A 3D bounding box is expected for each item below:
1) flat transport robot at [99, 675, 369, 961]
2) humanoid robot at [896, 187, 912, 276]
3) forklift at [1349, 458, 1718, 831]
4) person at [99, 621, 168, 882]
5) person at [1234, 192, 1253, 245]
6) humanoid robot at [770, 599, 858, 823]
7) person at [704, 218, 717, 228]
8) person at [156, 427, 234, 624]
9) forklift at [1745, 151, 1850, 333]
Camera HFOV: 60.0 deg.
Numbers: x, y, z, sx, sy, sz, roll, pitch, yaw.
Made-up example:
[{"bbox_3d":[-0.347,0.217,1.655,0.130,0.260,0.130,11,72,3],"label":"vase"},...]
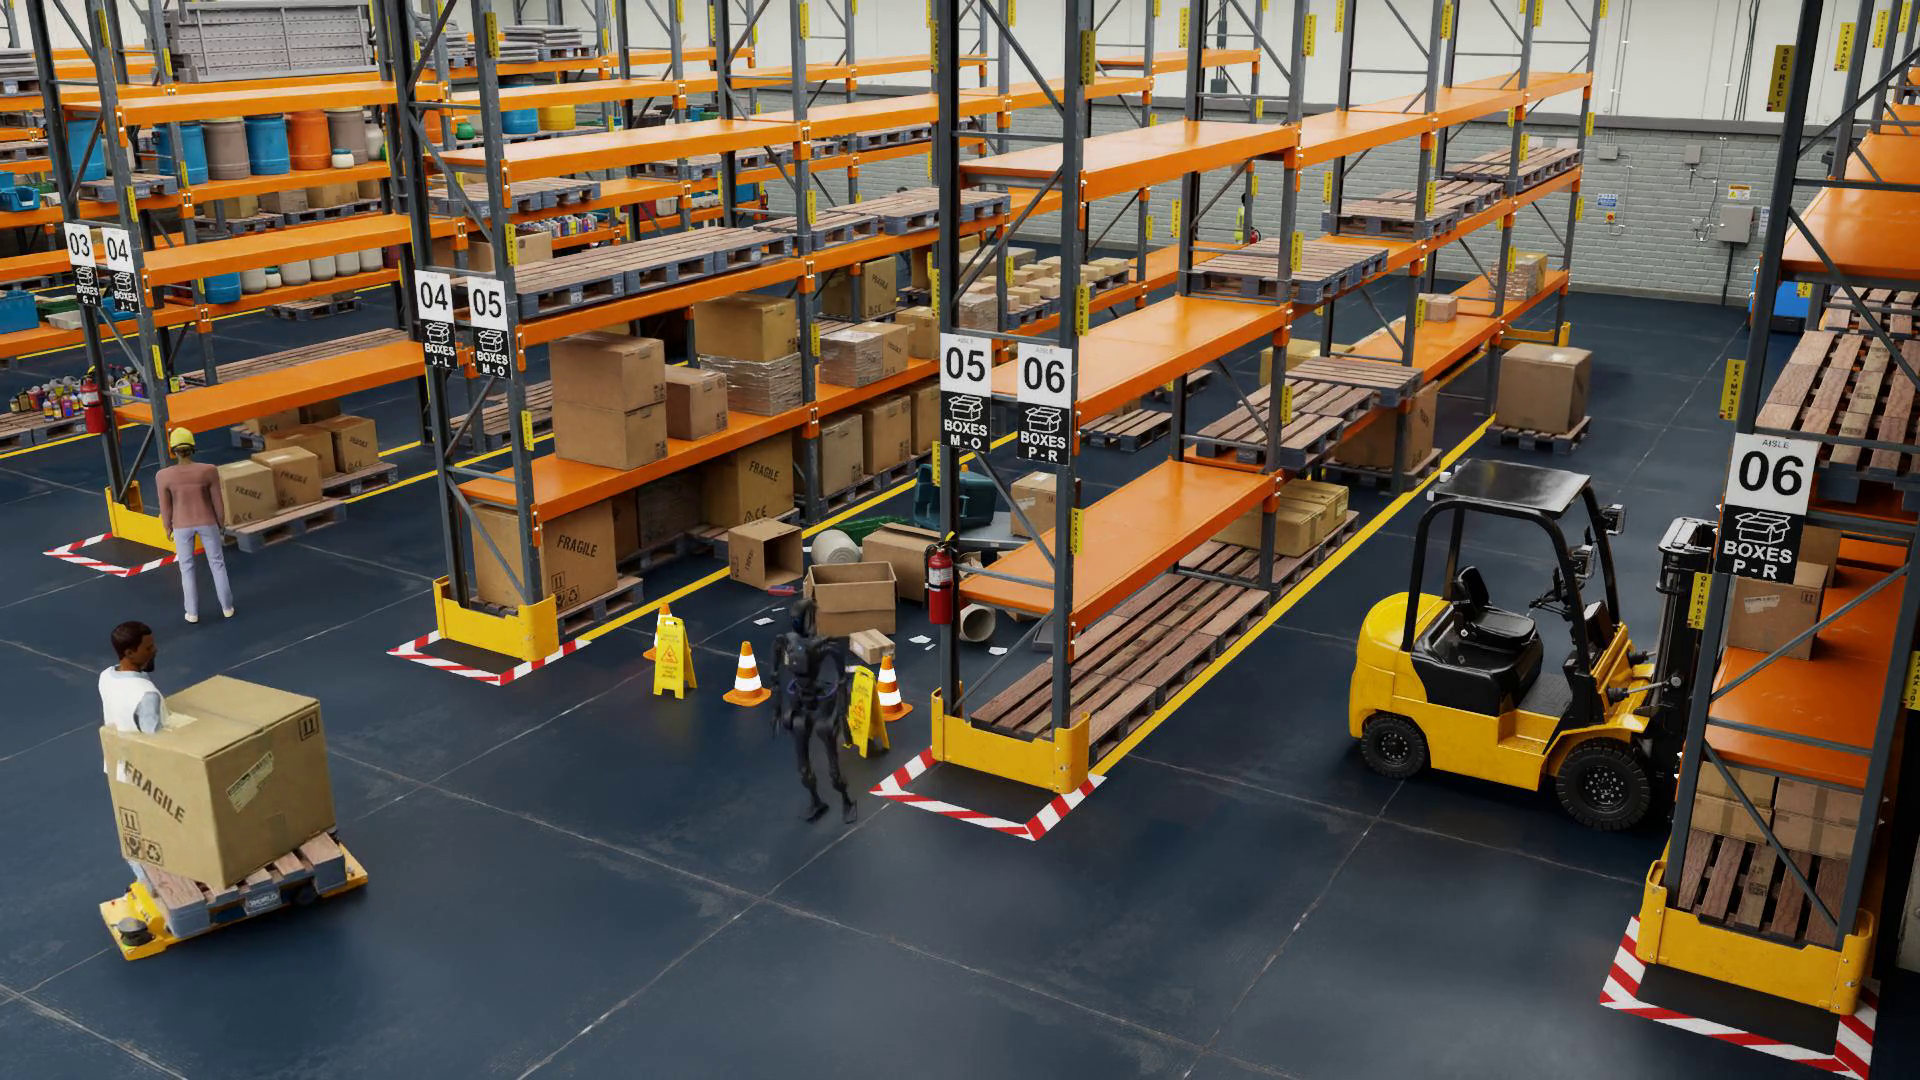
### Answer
[{"bbox_3d":[-4.522,2.160,10.369,1.431,0.231,0.659,-15,24,-36],"label":"flat transport robot"},{"bbox_3d":[-0.997,-5.833,31.340,0.409,1.643,0.610,-8,21,-23],"label":"humanoid robot"},{"bbox_3d":[3.988,0.658,11.776,2.313,2.155,1.214,11,22,29],"label":"forklift"},{"bbox_3d":[-4.923,1.400,10.050,0.589,1.916,0.398,16,25,38],"label":"person"},{"bbox_3d":[5.179,-5.514,30.383,0.319,1.687,0.537,-1,19,-4],"label":"person"},{"bbox_3d":[-0.945,1.134,11.213,0.599,1.631,0.515,7,20,19],"label":"humanoid robot"},{"bbox_3d":[-5.240,-7.063,34.865,0.489,1.688,0.346,-6,20,-16],"label":"person"},{"bbox_3d":[-6.778,-0.135,14.732,0.518,1.758,0.341,-10,21,-26],"label":"person"},{"bbox_3d":[13.620,-4.667,26.137,1.873,2.768,1.129,11,22,29],"label":"forklift"}]
